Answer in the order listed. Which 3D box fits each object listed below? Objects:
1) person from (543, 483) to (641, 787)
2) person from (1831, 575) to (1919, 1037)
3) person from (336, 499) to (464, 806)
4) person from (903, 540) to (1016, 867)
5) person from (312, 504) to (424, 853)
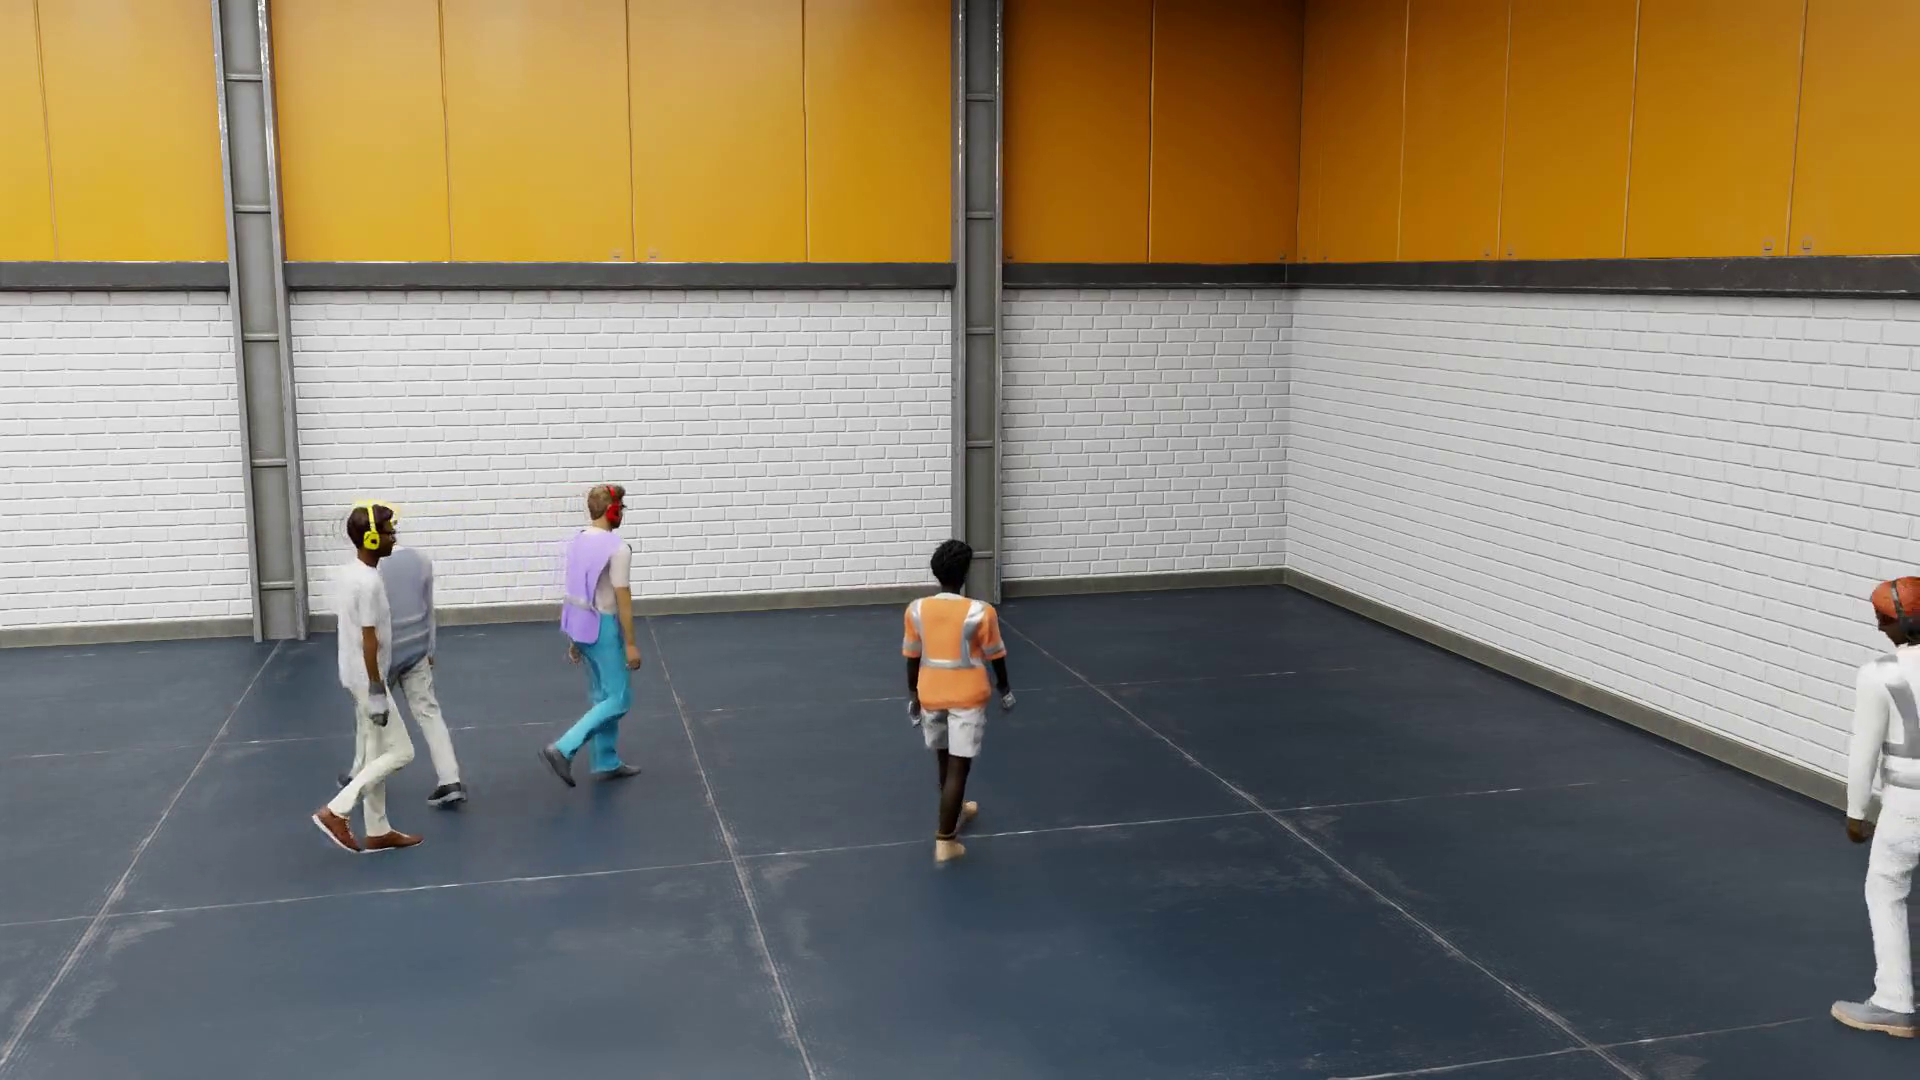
[{"bbox_3d":[-2.152,0.578,9.732,0.591,1.814,0.578,-7,12,-38],"label":"person"},{"bbox_3d":[3.904,1.066,6.614,0.713,1.854,0.349,1,9,6],"label":"person"},{"bbox_3d":[-3.204,0.645,9.479,0.963,1.783,0.614,6,11,31],"label":"person"},{"bbox_3d":[0.011,0.819,8.724,0.540,1.661,0.749,5,10,29],"label":"person"},{"bbox_3d":[-3.071,0.740,8.596,0.466,1.855,0.554,-5,10,-27],"label":"person"}]
